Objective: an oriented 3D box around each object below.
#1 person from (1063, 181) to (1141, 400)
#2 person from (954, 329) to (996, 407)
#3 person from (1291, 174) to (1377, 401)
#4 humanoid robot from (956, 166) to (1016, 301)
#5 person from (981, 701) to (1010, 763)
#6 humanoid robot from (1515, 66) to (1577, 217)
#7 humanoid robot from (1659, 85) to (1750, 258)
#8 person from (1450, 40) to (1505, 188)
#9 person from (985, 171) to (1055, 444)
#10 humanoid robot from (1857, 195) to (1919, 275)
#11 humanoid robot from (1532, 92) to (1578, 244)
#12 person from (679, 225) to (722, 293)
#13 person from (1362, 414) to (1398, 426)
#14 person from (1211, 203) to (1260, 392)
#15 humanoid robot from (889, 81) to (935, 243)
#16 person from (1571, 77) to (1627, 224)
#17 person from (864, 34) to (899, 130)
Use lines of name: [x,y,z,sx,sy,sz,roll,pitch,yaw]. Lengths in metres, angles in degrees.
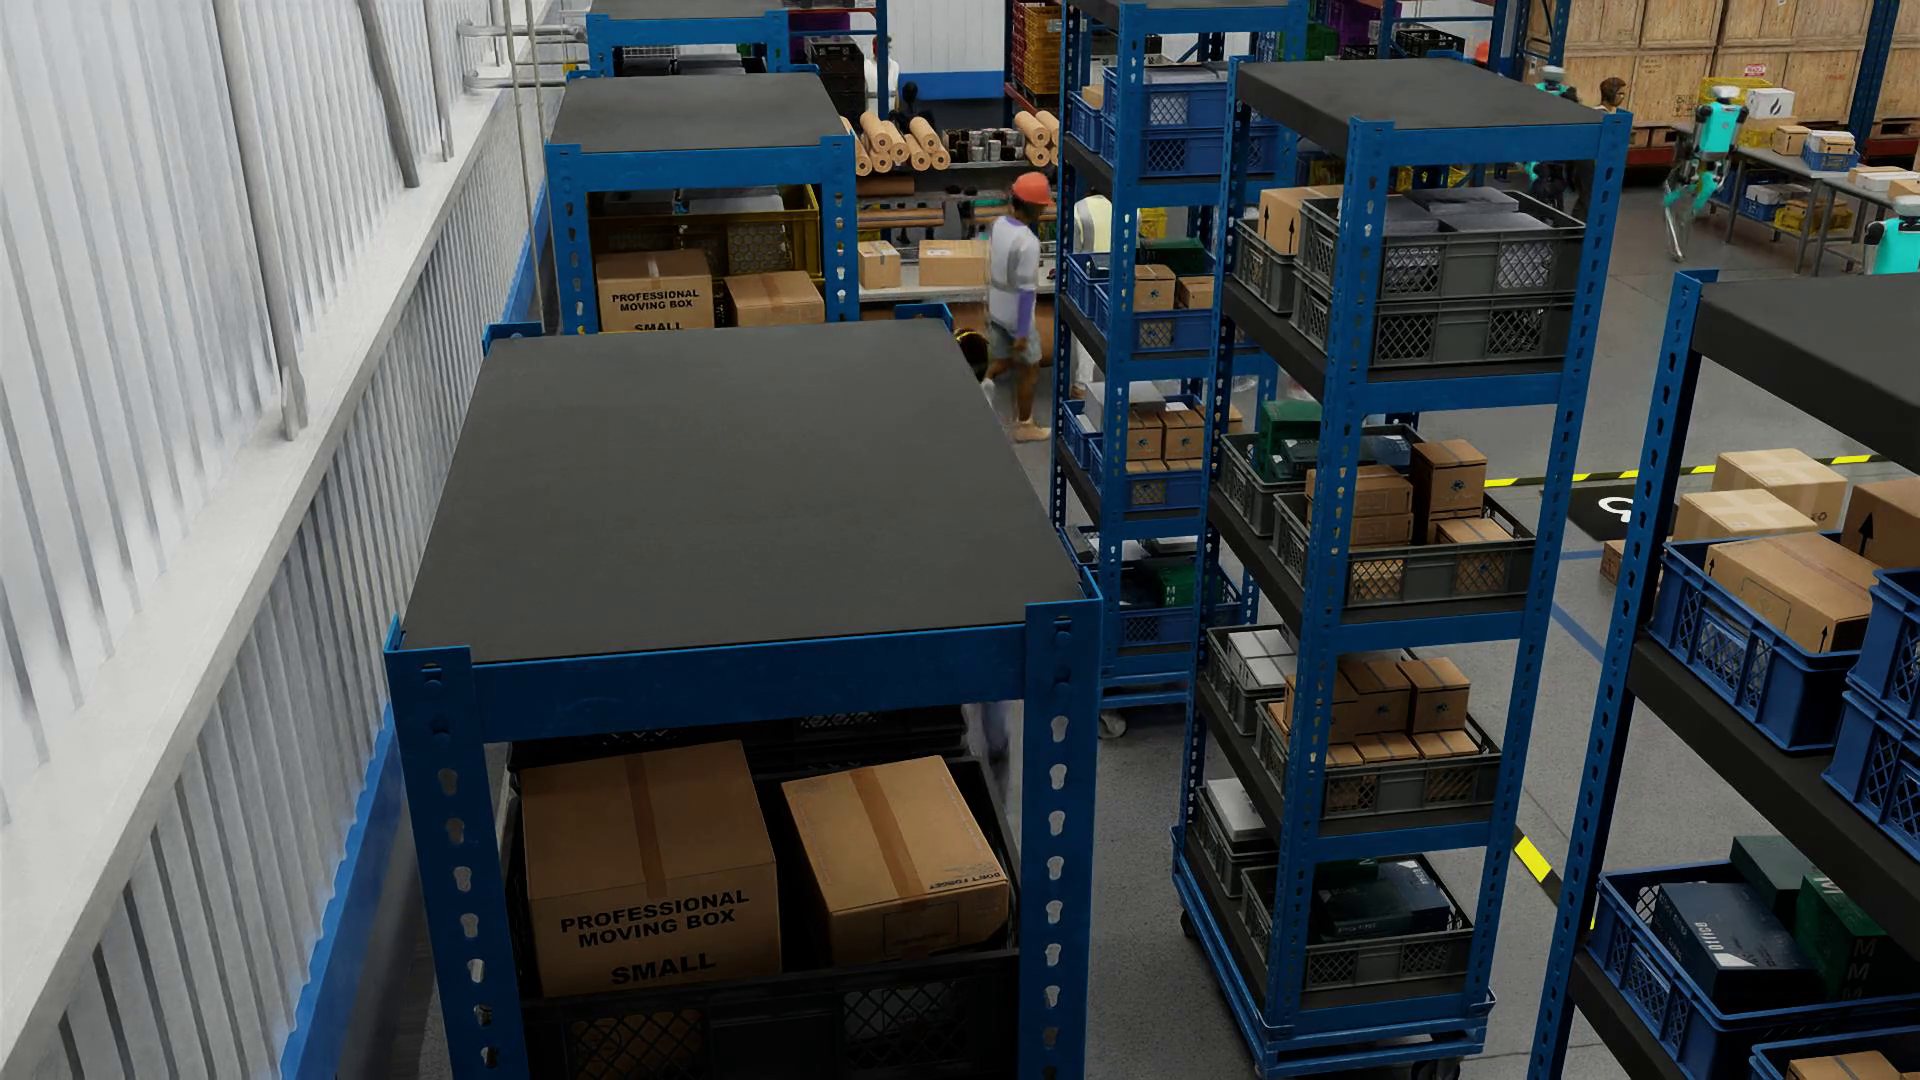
person: [1.053,-1.974,12.708,0.632,1.841,0.429,-10,26,-20]
person: [0.071,-0.277,9.065,0.490,1.801,1.015,-22,33,-39]
person: [3.007,-1.916,12.538,0.946,1.873,0.680,8,26,16]
humanoid robot: [0.310,-2.591,14.173,0.556,1.799,0.674,11,27,23]
person: [0.032,0.377,7.721,0.537,1.728,0.840,1,25,3]
humanoid robot: [5.998,-3.888,17.018,0.562,1.768,0.942,3,25,7]
humanoid robot: [7.219,-3.548,16.386,0.564,1.900,0.731,-5,25,-11]
person: [5.595,-4.506,18.147,0.555,1.907,0.702,4,25,8]
person: [0.296,-1.575,11.651,0.835,2.004,0.658,-13,28,-26]
humanoid robot: [6.648,-1.543,11.735,0.533,1.677,0.735,1,25,2]
humanoid robot: [5.845,-3.572,16.384,0.588,1.651,0.339,-19,31,-36]
person: [-1.896,-1.767,12.255,0.517,1.858,0.434,9,26,19]
person: [1.956,0.197,7.978,0.596,1.849,0.385,-3,25,-6]
person: [2.194,-2.007,12.917,0.530,1.720,0.389,17,30,33]
humanoid robot: [-0.498,-3.803,16.898,0.600,1.642,0.606,-9,26,-19]
person: [6.180,-3.572,16.201,0.359,1.833,0.515,6,25,12]
person: [-0.918,-4.782,18.822,0.566,1.836,0.384,-19,31,-36]
